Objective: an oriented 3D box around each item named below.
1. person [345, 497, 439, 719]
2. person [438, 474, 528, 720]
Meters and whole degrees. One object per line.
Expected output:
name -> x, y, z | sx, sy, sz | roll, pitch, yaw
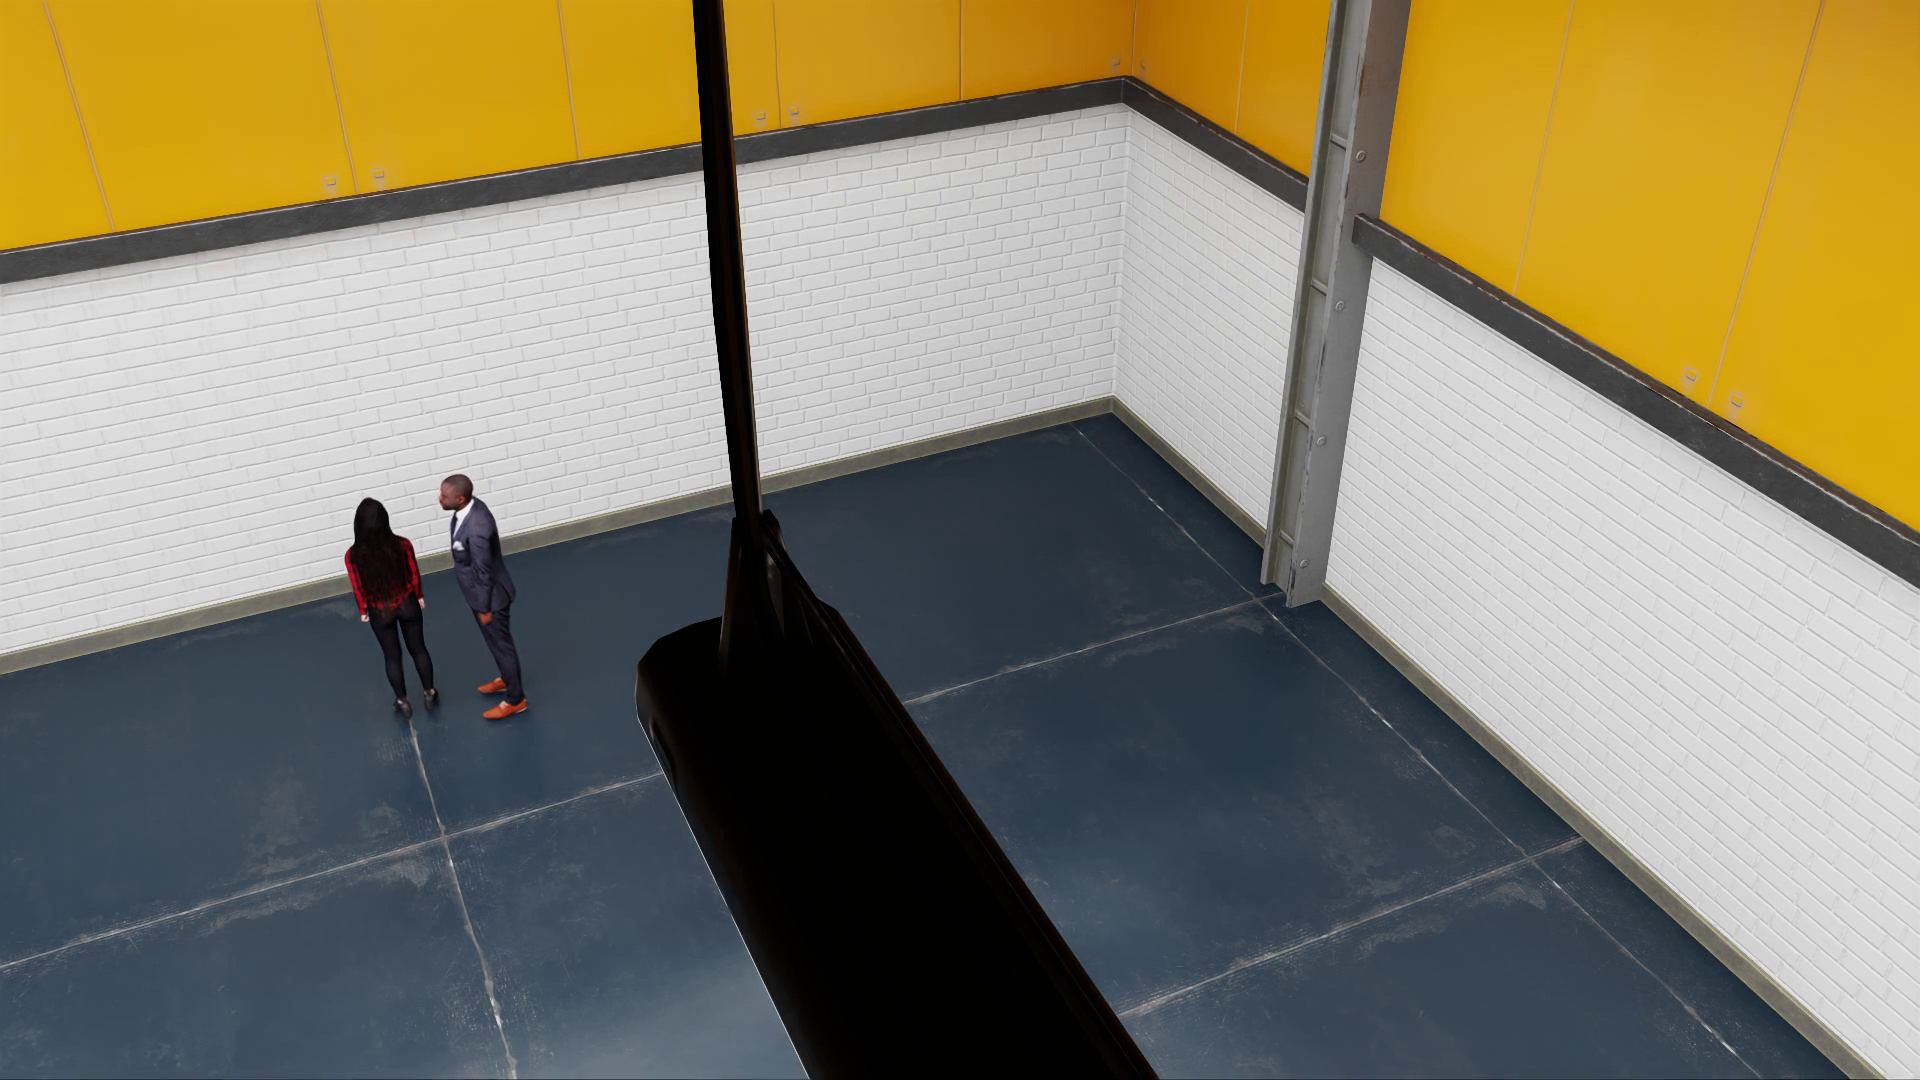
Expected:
person -> -3.727, 0.452, 10.955 | 0.591, 1.658, 0.512 | -16, 37, -23
person -> -3.118, 0.344, 10.973 | 0.727, 1.816, 0.519 | -14, 36, -20
